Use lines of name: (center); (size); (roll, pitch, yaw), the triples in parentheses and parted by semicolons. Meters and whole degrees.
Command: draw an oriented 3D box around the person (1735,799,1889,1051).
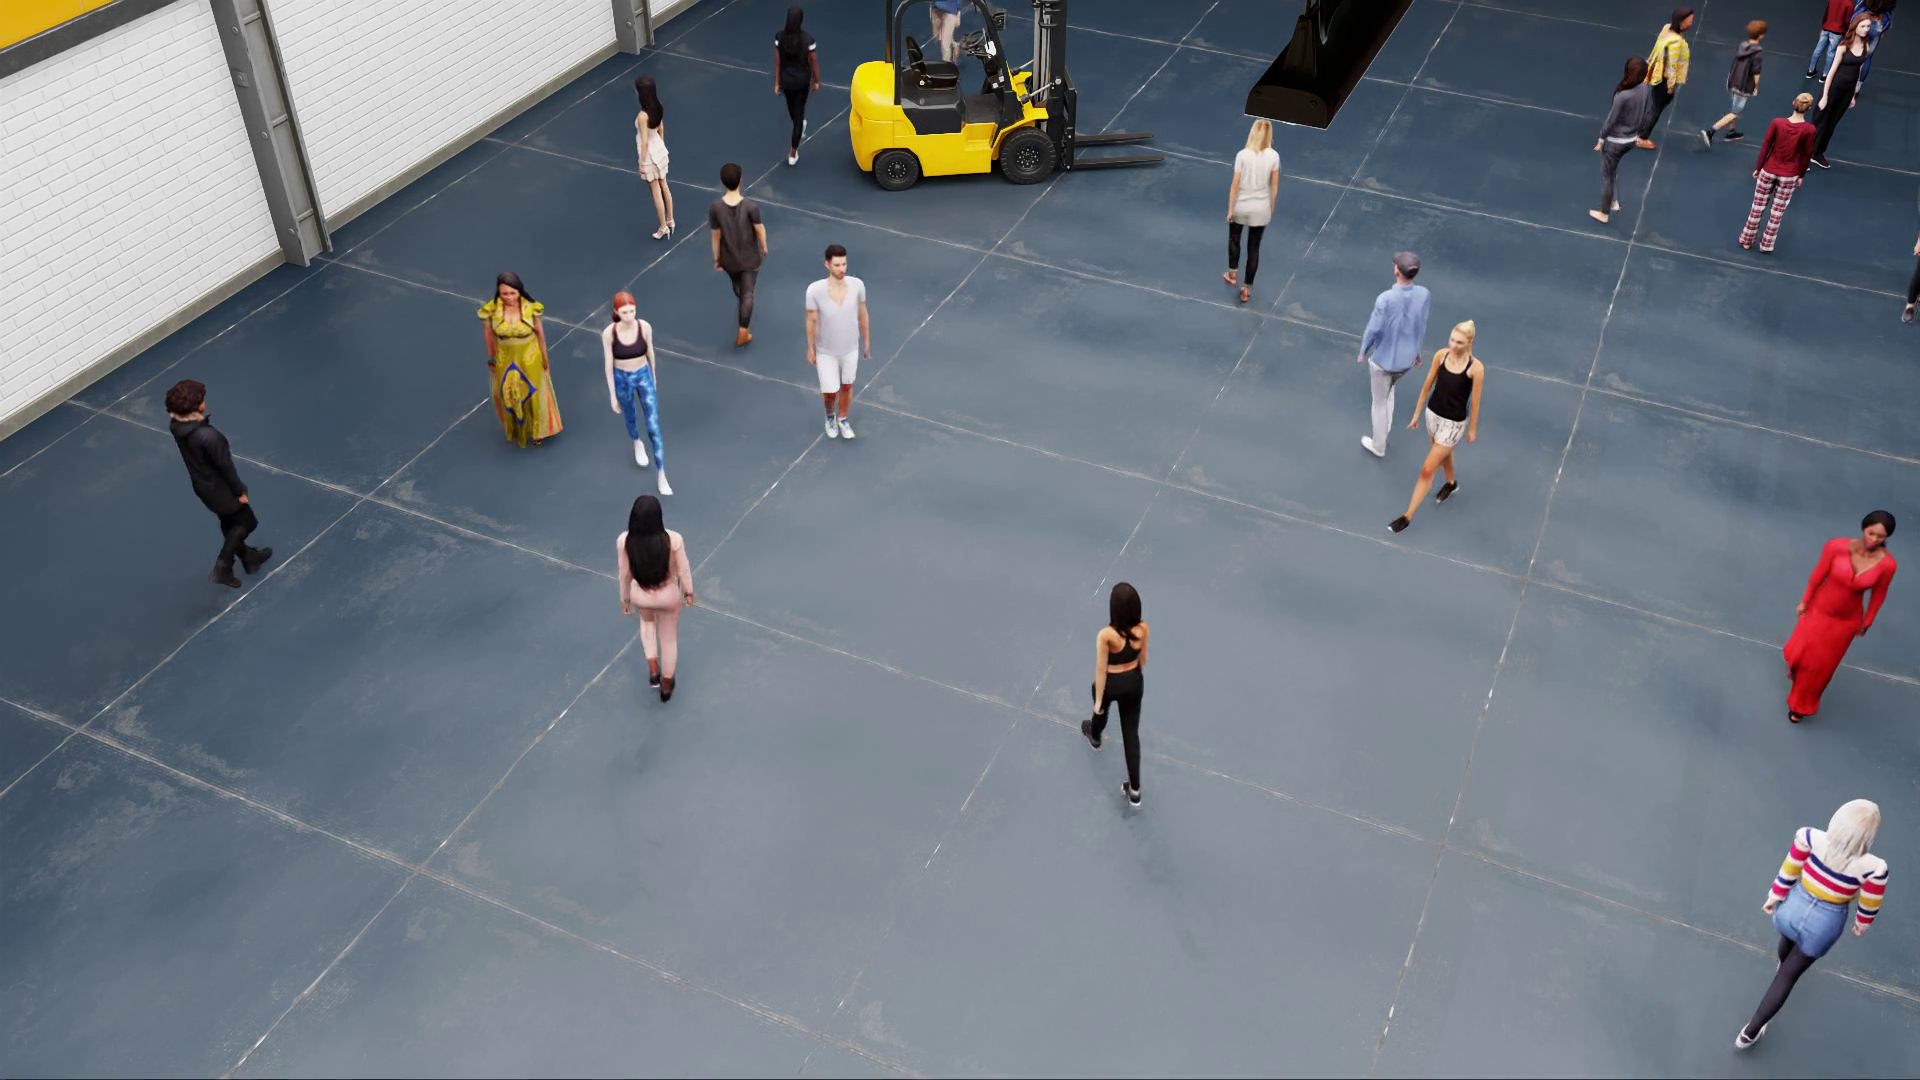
person: (4.710, 2.164, 9.279); (1.230, 1.761, 0.945); (-31, 48, -33)

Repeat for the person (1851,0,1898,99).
person: (10.714, -6.014, 19.629); (0.641, 1.624, 0.600); (9, 40, 12)

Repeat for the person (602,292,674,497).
person: (-2.693, -1.276, 13.614); (1.076, 1.738, 1.164); (-11, 40, -14)

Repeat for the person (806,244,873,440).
person: (-1.069, -1.696, 14.047); (0.820, 1.843, 0.886); (-14, 41, -17)

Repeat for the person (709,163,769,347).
person: (-2.036, -2.585, 15.296); (0.841, 1.673, 1.166); (5, 39, 7)

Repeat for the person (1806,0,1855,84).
person: (10.579, -6.181, 20.135); (0.631, 1.254, 0.590); (-21, 43, -24)

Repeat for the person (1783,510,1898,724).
person: (5.997, 0.476, 11.393); (0.648, 1.772, 0.770); (20, 43, 23)

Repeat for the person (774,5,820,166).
person: (-1.810, -4.958, 18.246); (0.833, 1.701, 1.191); (5, 39, 6)

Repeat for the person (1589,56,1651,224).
person: (6.860, -4.085, 17.108); (0.718, 1.757, 0.803); (-20, 43, -23)

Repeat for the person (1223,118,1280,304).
person: (2.784, -3.091, 15.823); (0.800, 1.808, 0.883); (-1, 39, -1)

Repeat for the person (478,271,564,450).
person: (-3.740, -1.566, 14.050); (0.934, 1.647, 0.994); (-14, 41, -16)

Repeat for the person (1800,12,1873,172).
person: (9.559, -4.898, 18.133); (0.664, 1.747, 0.704); (-9, 39, -10)

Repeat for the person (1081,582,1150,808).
person: (1.074, 1.025, 10.834); (1.030, 1.602, 1.124); (-10, 40, -13)

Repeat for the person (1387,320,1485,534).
person: (3.891, -0.969, 13.181); (1.282, 1.787, 0.948); (-30, 47, -32)

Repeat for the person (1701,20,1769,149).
person: (8.704, -5.082, 18.619); (0.938, 1.429, 0.910); (-10, 40, -12)

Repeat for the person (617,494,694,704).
person: (-2.105, 0.463, 11.454); (0.758, 1.705, 0.768); (-1, 39, -1)

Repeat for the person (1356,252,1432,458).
person: (3.616, -1.483, 13.757); (0.825, 1.872, 0.880); (-11, 40, -13)

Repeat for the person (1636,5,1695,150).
person: (7.759, -5.151, 18.533); (0.870, 1.643, 0.781); (5, 39, 6)

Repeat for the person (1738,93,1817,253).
person: (8.219, -3.694, 16.665); (0.633, 1.698, 0.517); (19, 43, 23)

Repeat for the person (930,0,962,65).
person: (-0.137, -6.344, 20.007); (0.680, 1.680, 1.005); (20, 43, 24)

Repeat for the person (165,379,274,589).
person: (-5.600, -0.377, 12.456); (0.664, 1.768, 0.876); (19, 42, 22)

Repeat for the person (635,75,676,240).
person: (-3.094, -3.867, 16.852); (0.643, 1.736, 0.472); (13, 40, 16)
